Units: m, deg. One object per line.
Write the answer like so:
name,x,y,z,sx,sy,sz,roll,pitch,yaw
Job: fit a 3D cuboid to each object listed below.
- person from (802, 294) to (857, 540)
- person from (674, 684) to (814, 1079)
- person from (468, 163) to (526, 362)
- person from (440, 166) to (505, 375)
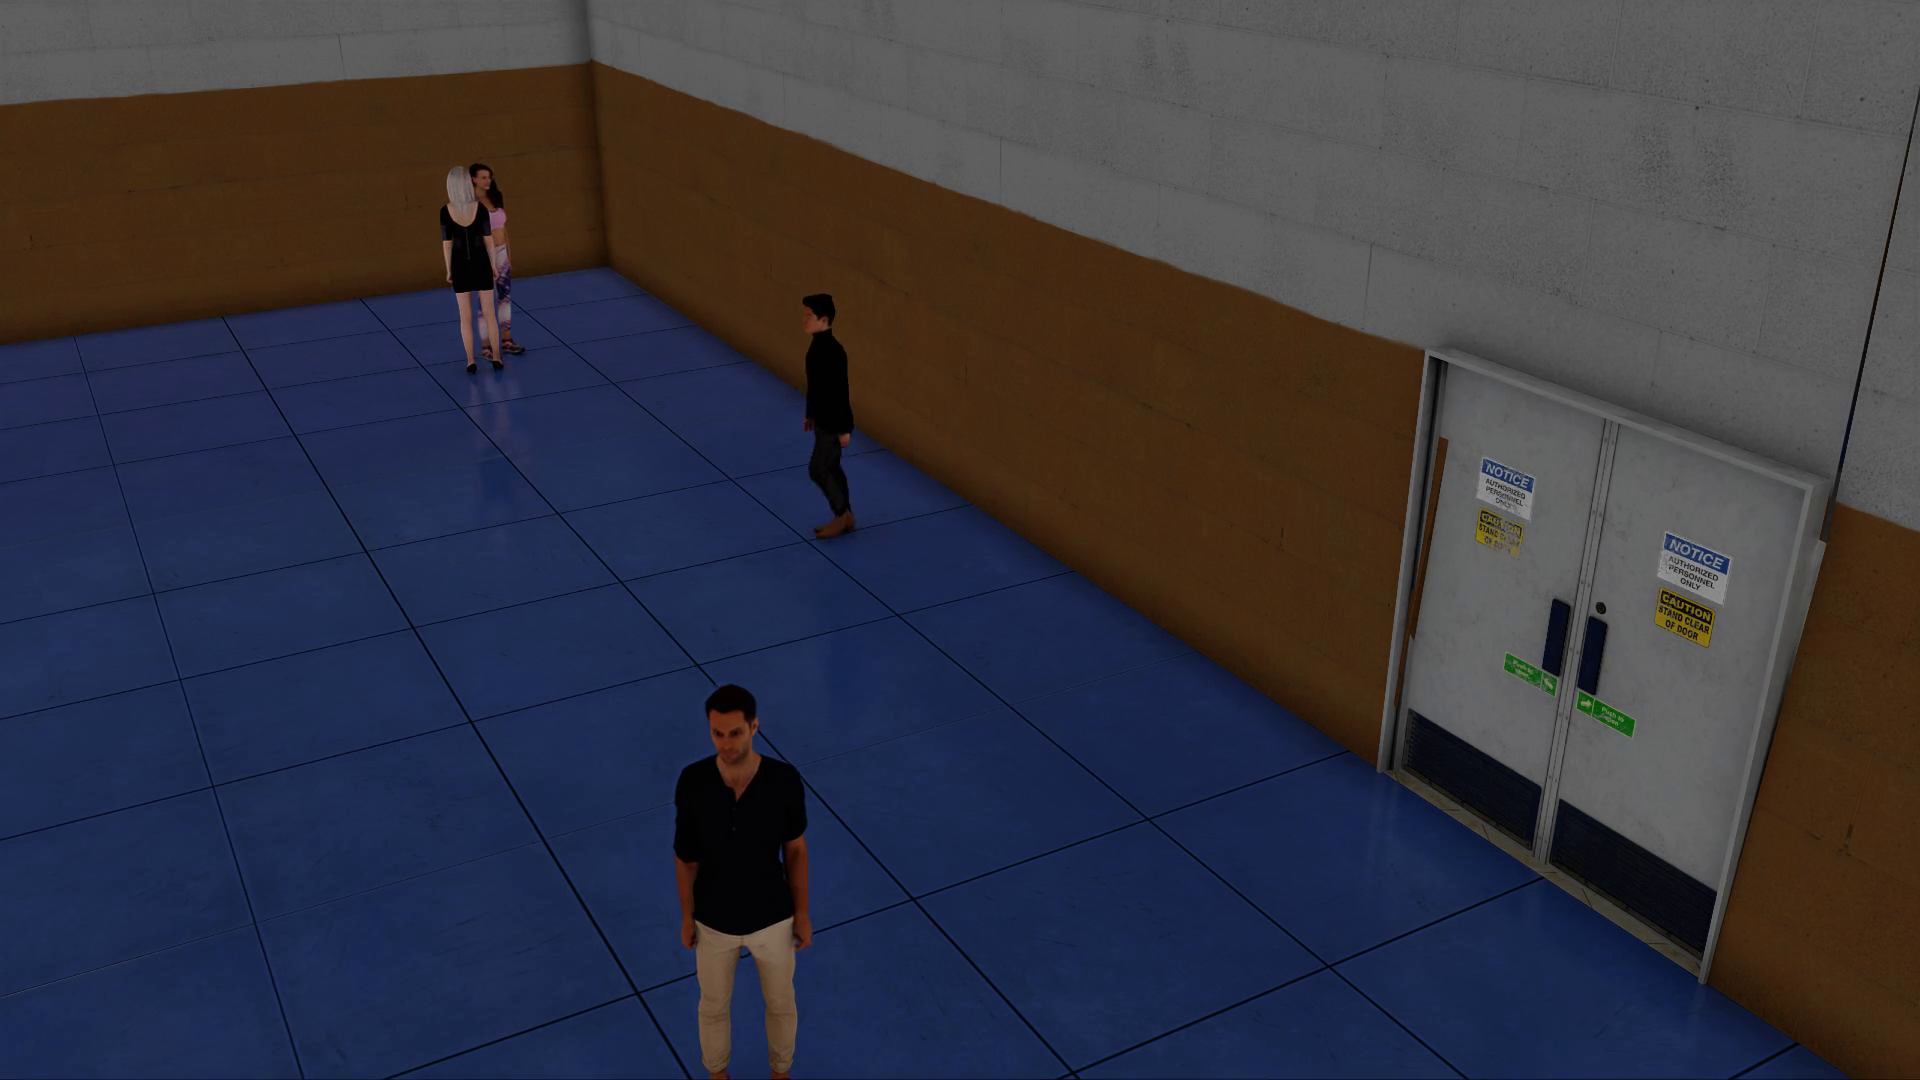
person,-0.803,-0.831,11.241,0.653,1.713,0.714,-6,24,-14
person,-0.786,1.345,6.056,0.630,1.859,0.766,-1,24,-3
person,-4.254,-2.526,15.044,0.703,1.769,0.588,16,29,33
person,-4.291,-2.365,14.601,0.508,1.829,0.695,-7,25,-16
